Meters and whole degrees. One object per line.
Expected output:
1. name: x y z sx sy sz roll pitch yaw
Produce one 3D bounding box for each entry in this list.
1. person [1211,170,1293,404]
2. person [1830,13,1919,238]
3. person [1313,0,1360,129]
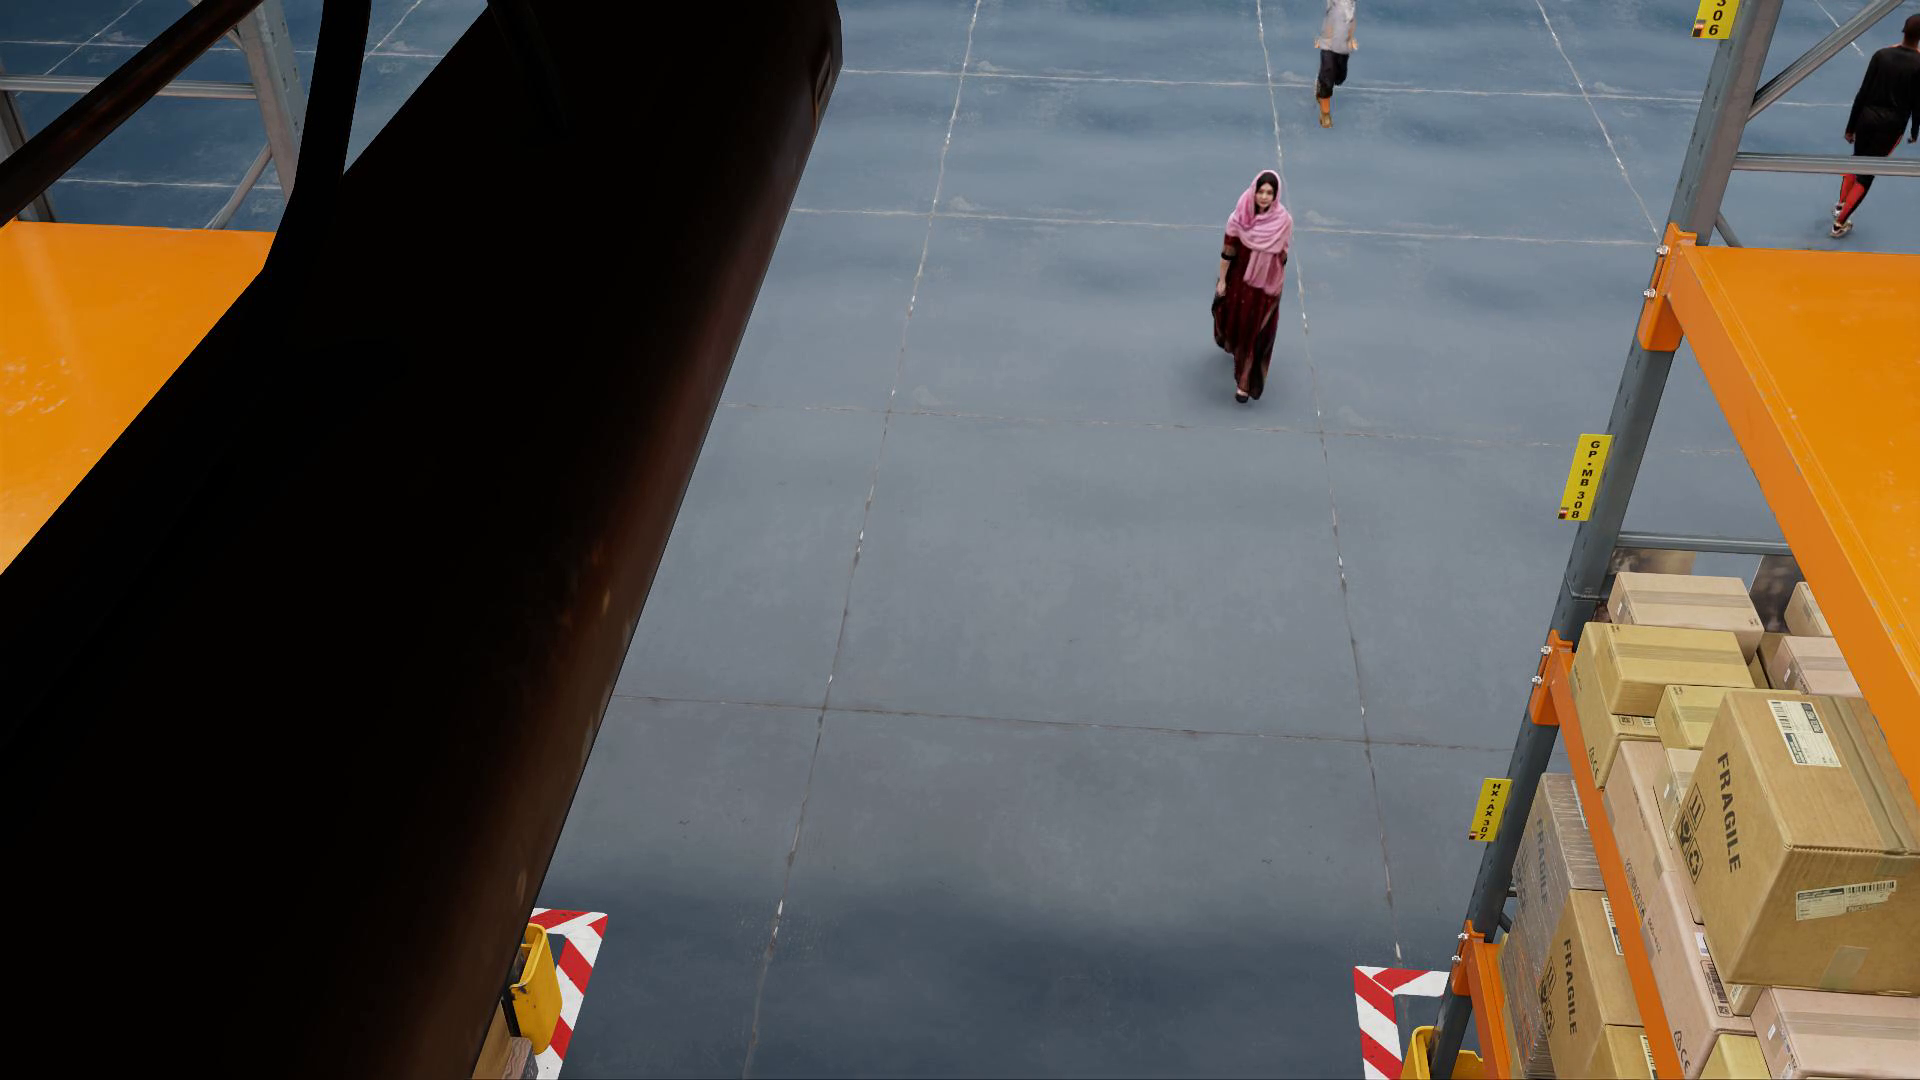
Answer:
1. person: 2.006 -1.826 11.529 0.673 1.605 1.045 5 38 7
2. person: 7.271 -3.249 13.204 0.985 1.782 0.914 -29 46 -32
3. person: 3.419 -4.588 15.195 0.656 1.439 0.967 -2 38 -2
